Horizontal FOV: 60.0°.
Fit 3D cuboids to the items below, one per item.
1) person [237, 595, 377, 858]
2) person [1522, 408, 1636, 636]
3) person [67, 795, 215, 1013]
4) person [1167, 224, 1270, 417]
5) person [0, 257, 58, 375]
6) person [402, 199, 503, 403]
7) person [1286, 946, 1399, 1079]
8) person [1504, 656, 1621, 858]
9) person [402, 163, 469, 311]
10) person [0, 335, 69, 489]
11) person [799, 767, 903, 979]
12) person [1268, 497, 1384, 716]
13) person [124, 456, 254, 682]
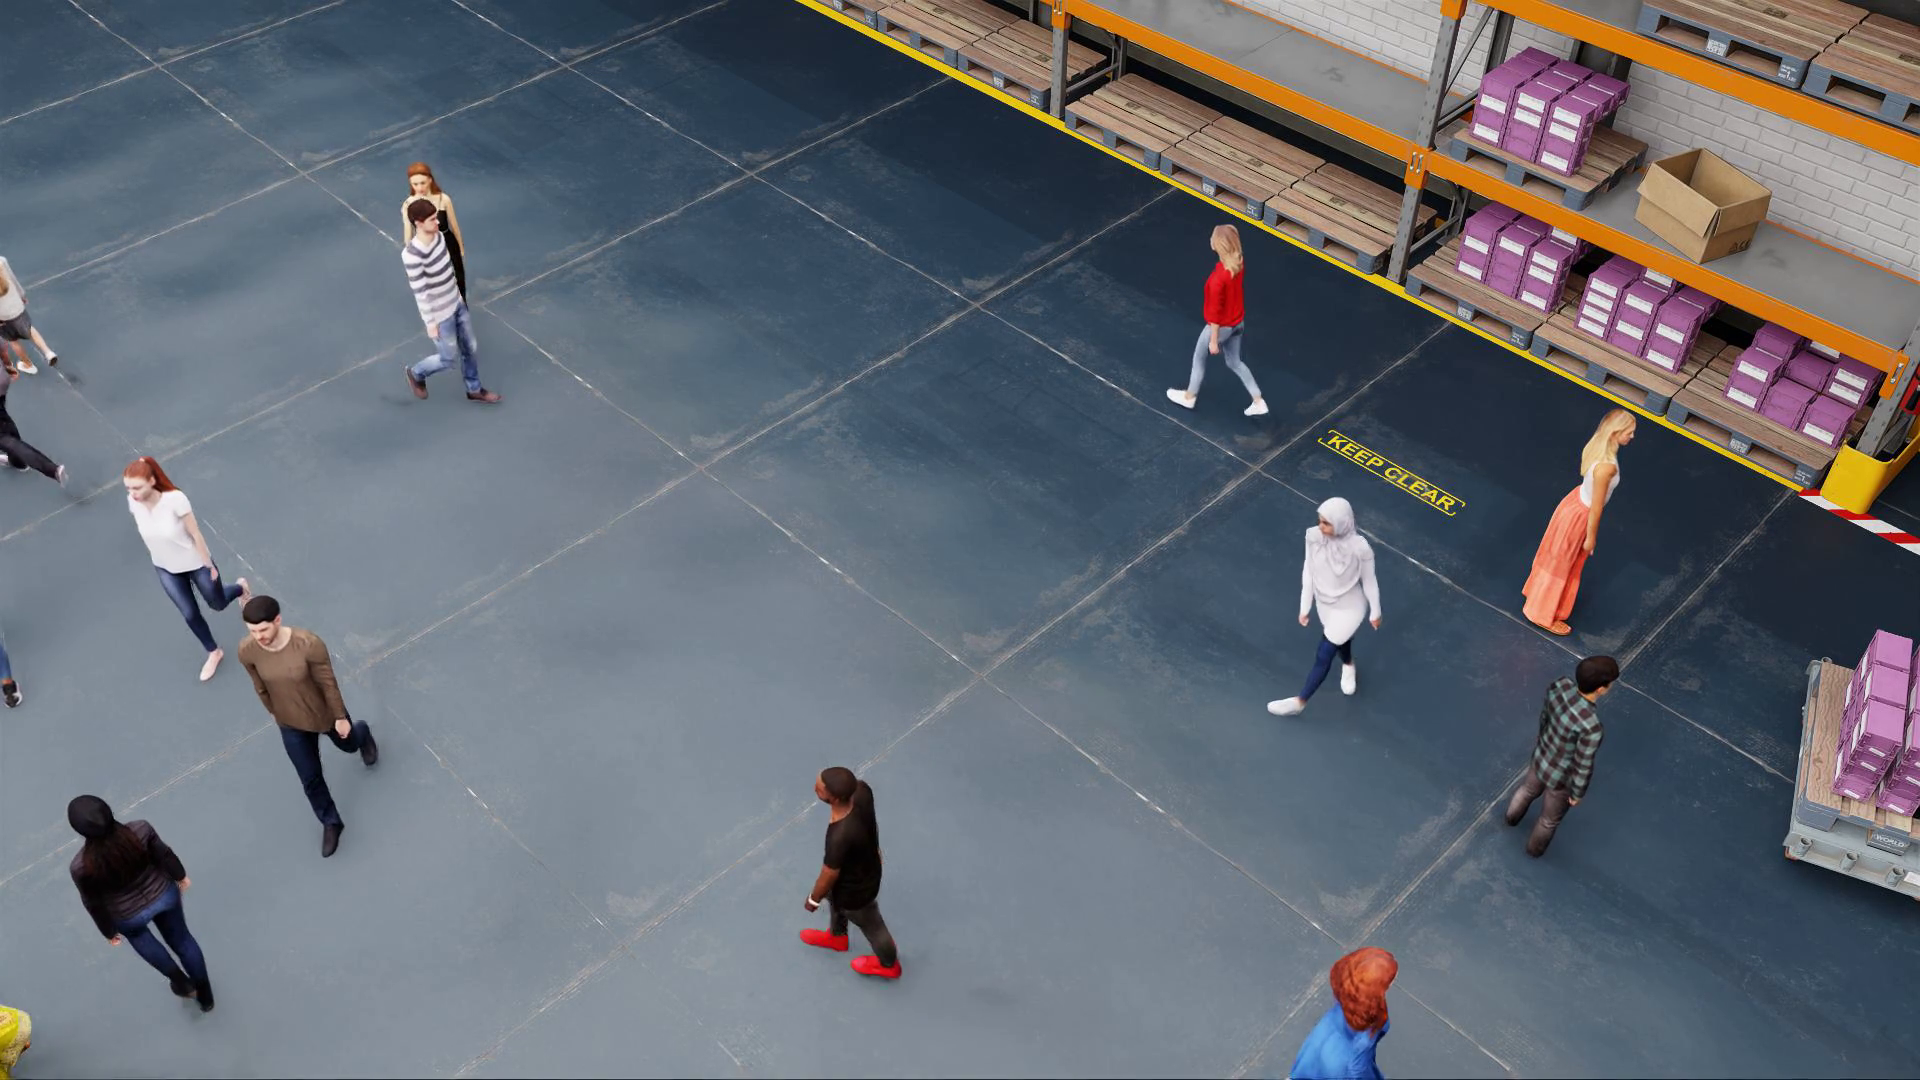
[{"bbox_3d":[-3.790,0.951,9.771,1.077,1.859,1.231,-6,44,-7],"label":"person"},{"bbox_3d":[4.086,-0.143,10.959,0.736,1.805,0.722,12,45,12],"label":"person"},{"bbox_3d":[-4.265,1.987,8.772,0.638,1.737,0.603,-33,53,-30],"label":"person"},{"bbox_3d":[2.045,-1.584,12.567,1.110,1.673,0.761,25,49,24],"label":"person"},{"bbox_3d":[-7.483,-1.830,13.120,0.693,1.266,0.596,22,48,22],"label":"person"},{"bbox_3d":[-4.013,-1.761,12.637,1.050,1.832,0.910,11,45,12],"label":"person"},{"bbox_3d":[1.776,2.536,8.150,1.030,1.800,1.100,-9,44,-9],"label":"person"},{"bbox_3d":[3.500,1.298,9.740,0.786,1.710,0.676,-11,45,-11],"label":"person"},{"bbox_3d":[-4.211,-2.338,13.422,0.946,1.584,1.168,-10,45,-11],"label":"person"},{"bbox_3d":[-6.946,-1.091,11.945,1.188,1.817,0.978,14,45,14],"label":"person"},{"bbox_3d":[-0.468,1.831,8.903,0.988,1.783,0.896,6,44,6],"label":"person"},{"bbox_3d":[2.442,0.391,10.461,0.962,1.719,0.801,32,52,29],"label":"person"},{"bbox_3d":[-4.969,0.097,10.766,0.947,1.723,0.984,3,44,3],"label":"person"}]
